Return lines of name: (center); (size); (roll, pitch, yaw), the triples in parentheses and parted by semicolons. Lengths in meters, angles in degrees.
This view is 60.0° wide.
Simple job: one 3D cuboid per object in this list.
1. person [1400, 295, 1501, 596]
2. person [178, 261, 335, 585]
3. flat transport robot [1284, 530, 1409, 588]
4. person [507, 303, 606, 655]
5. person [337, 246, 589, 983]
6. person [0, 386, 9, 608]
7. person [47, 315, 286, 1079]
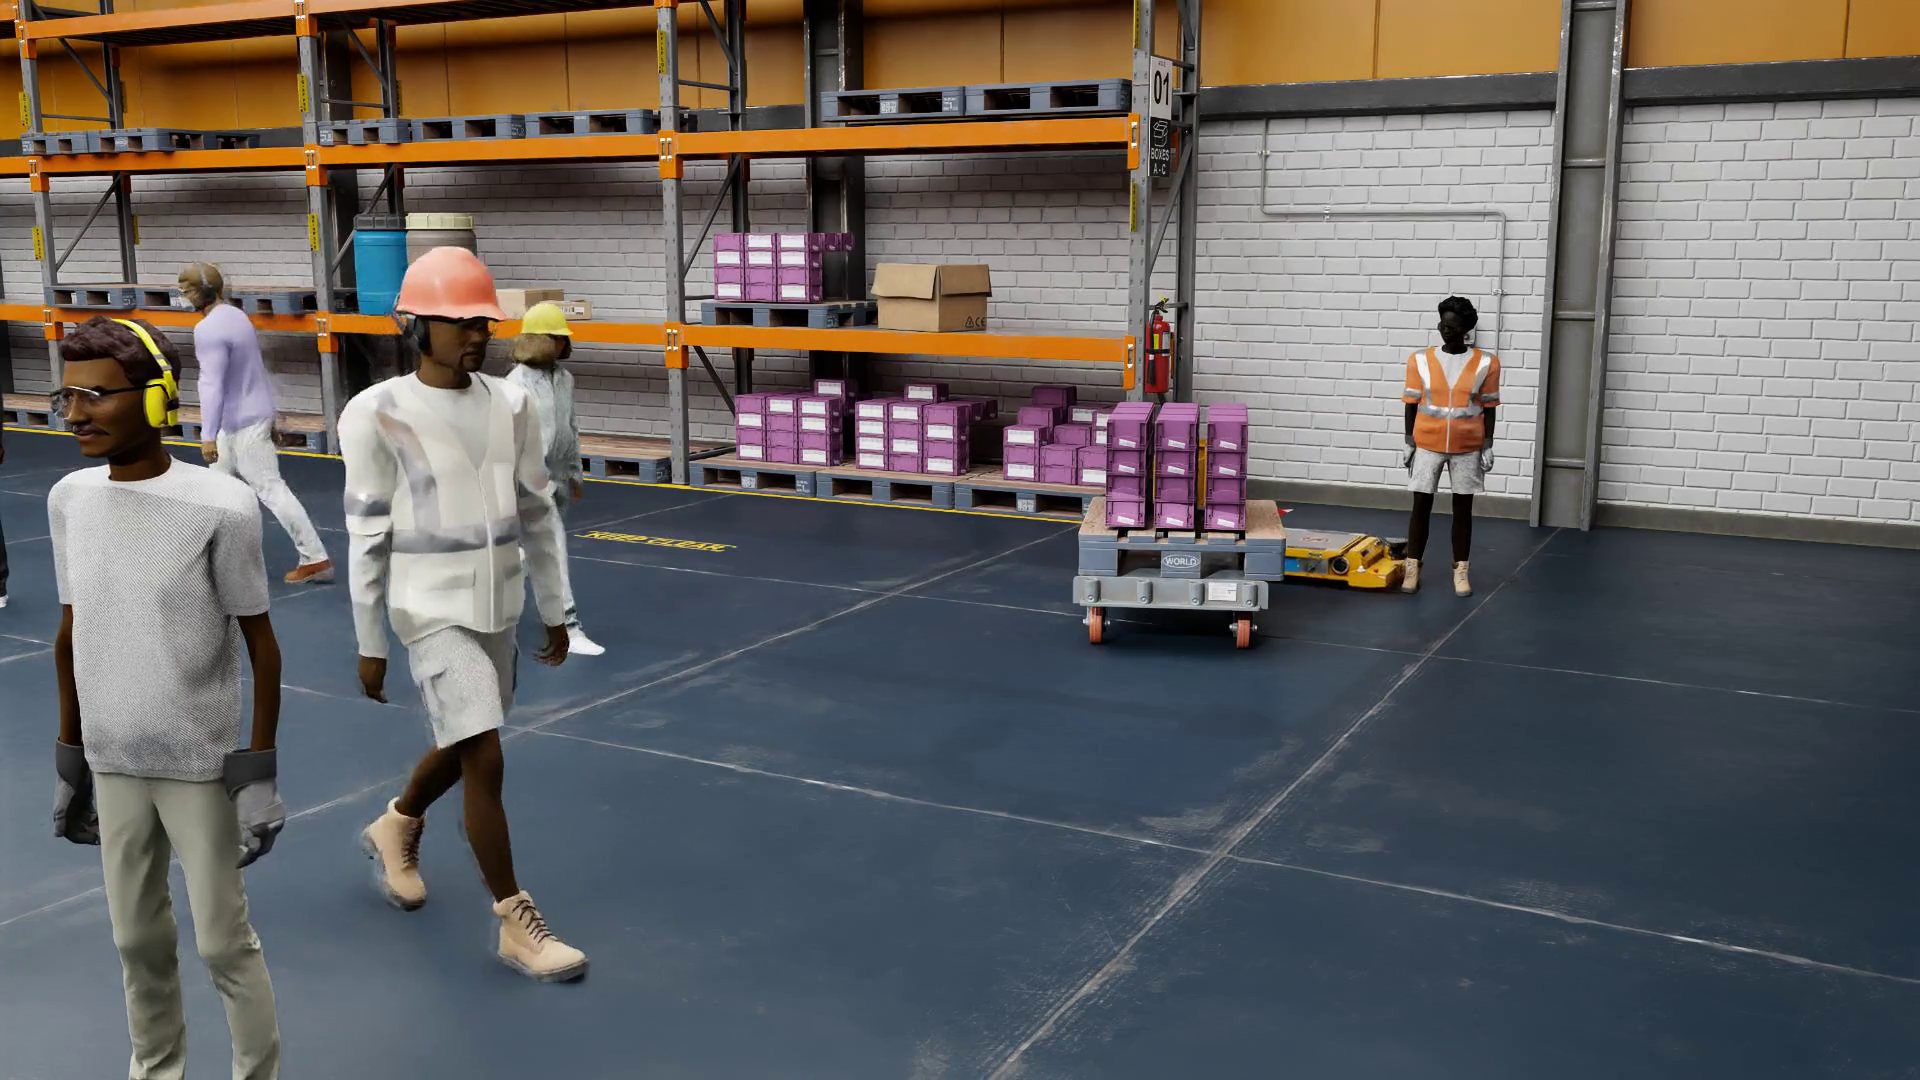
person: (2.759, -0.527, 9.398); (0.534, 1.698, 0.322); (3, 11, 17)
person: (-4.160, -0.654, 9.587); (1.046, 1.875, 0.660); (-2, 11, -11)
flat transport robot: (1.925, 0.073, 10.026); (1.431, 0.197, 0.652); (5, 12, 26)
person: (-2.111, -0.311, 8.178); (0.803, 1.715, 0.497); (4, 11, 23)
person: (-1.449, 0.179, 4.705); (1.002, 2.006, 0.623); (7, 13, 35)
person: (-5.440, -0.549, 8.916); (0.398, 1.920, 0.590); (10, 14, 44)
person: (-1.649, 0.476, 3.433); (0.536, 1.869, 0.314); (2, 11, 13)
